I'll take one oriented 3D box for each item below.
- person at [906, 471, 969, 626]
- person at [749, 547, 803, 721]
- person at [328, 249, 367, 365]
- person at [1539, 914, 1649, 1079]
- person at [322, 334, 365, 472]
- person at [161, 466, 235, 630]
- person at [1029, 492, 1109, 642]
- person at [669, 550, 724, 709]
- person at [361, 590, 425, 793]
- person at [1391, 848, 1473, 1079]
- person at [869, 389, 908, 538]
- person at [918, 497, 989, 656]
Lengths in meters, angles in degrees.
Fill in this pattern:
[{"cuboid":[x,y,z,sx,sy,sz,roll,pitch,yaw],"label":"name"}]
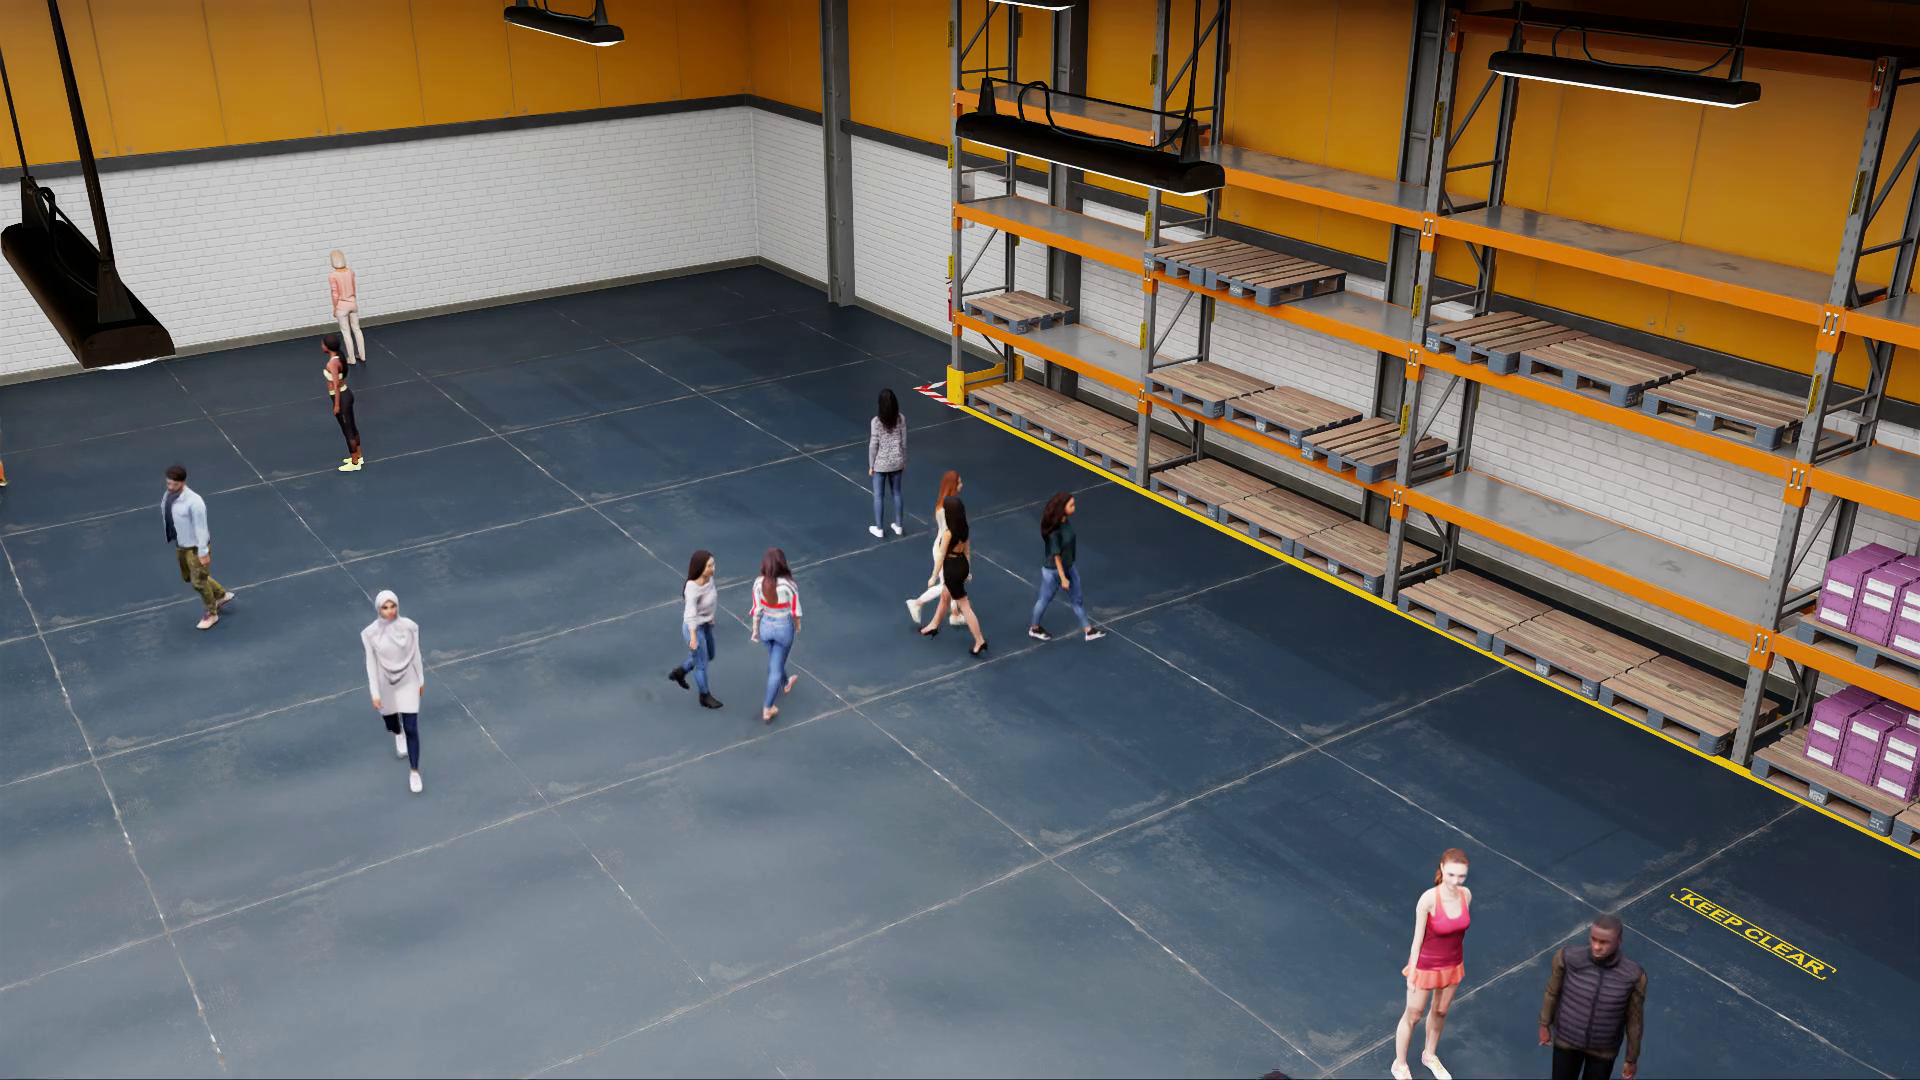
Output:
[{"cuboid":[-0.206,0.128,16.634,0.997,1.683,0.944,3,24,6],"label":"person"},{"cuboid":[-1.687,0.874,15.065,1.021,1.574,1.004,8,25,17],"label":"person"},{"cuboid":[-9.193,-3.497,24.877,0.662,1.724,0.677,13,27,27],"label":"person"},{"cuboid":[3.764,2.958,9.979,0.882,1.829,0.958,9,25,19],"label":"person"},{"cuboid":[-7.713,-1.731,20.800,0.699,1.754,0.594,-2,24,-4],"label":"person"},{"cuboid":[-7.685,0.048,16.695,0.908,1.782,0.965,21,31,40],"label":"person"},{"cuboid":[0.884,0.288,16.397,1.116,1.581,0.903,12,26,25],"label":"person"},{"cuboid":[-2.459,0.810,15.165,0.953,1.611,0.868,6,24,14],"label":"person"},{"cuboid":[-4.770,1.217,14.055,0.803,1.755,1.108,-8,25,-17],"label":"person"},{"cuboid":[3.044,2.718,10.626,0.621,1.750,0.611,-8,25,-17],"label":"person"},{"cuboid":[-0.816,-0.877,18.874,0.645,1.731,0.577,-12,26,-25],"label":"person"},{"cuboid":[0.027,0.398,16.118,1.120,1.603,0.858,13,27,27],"label":"person"}]
